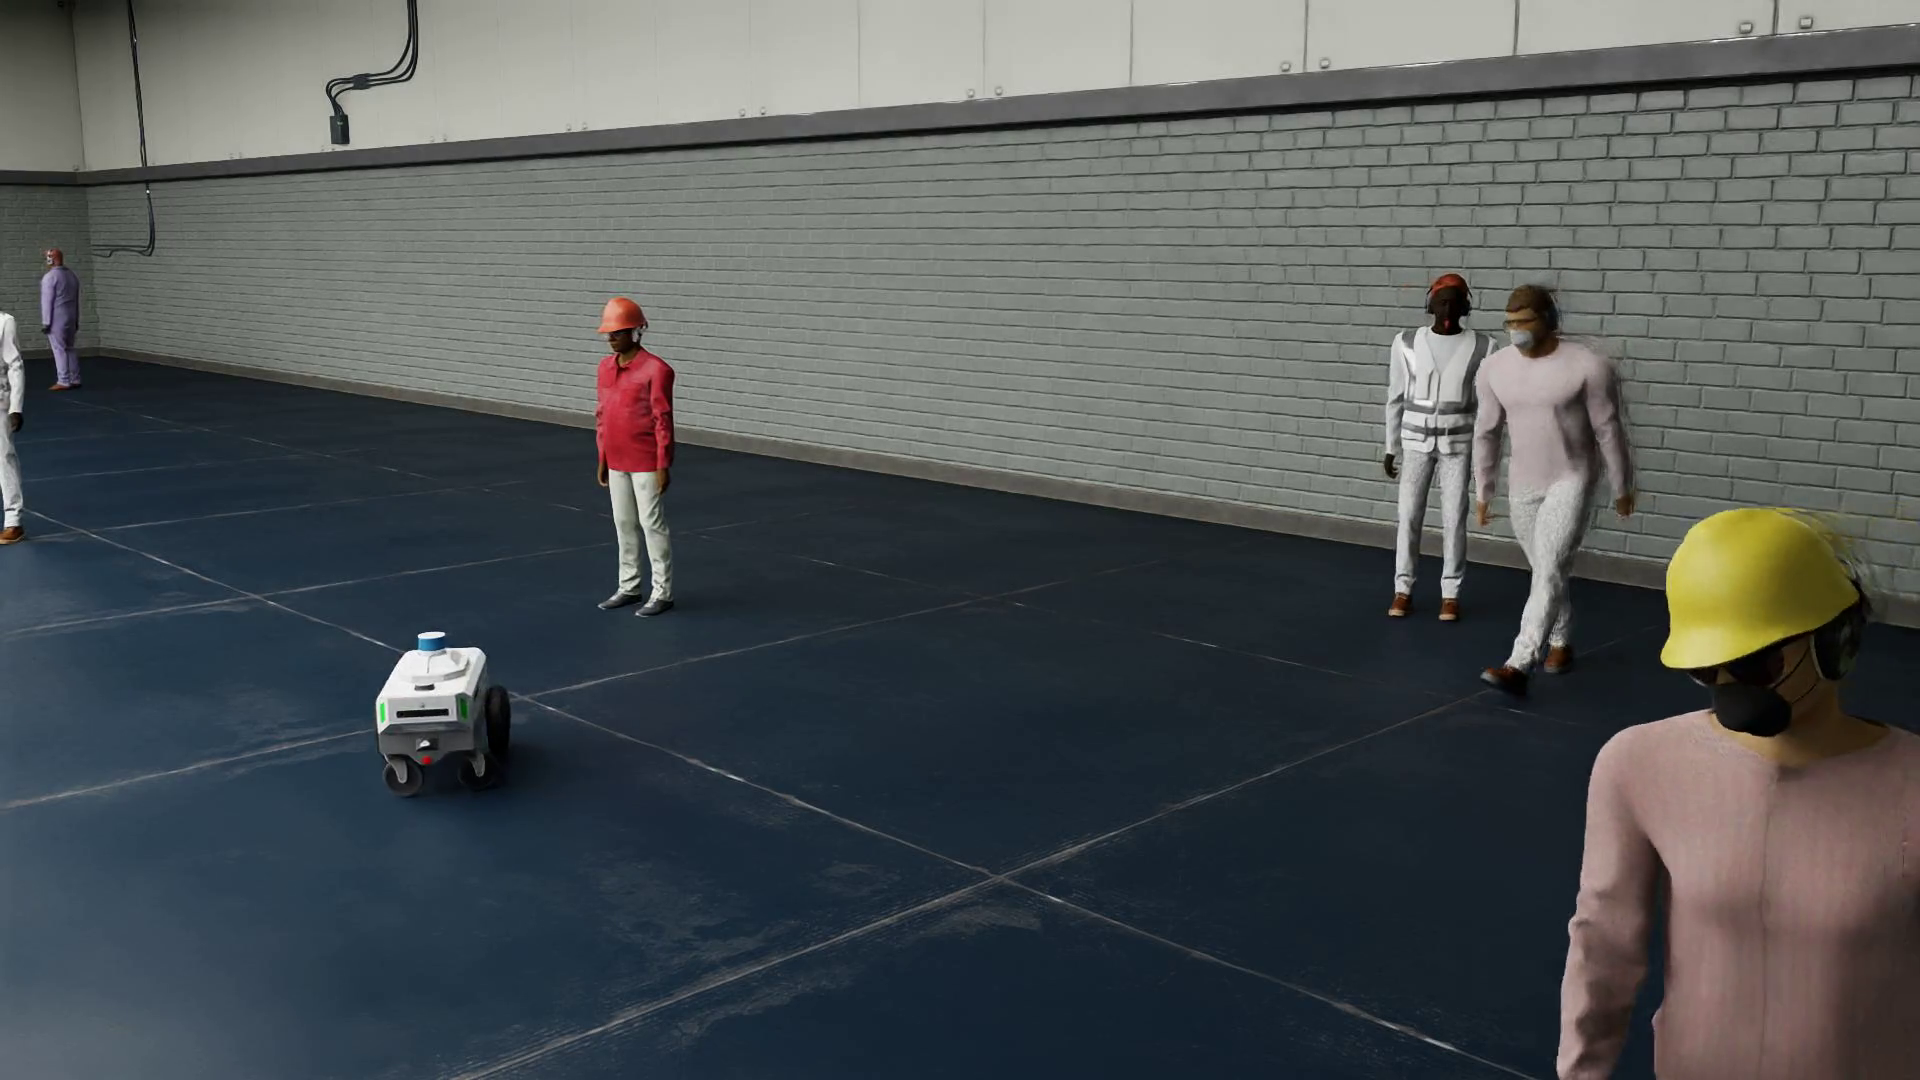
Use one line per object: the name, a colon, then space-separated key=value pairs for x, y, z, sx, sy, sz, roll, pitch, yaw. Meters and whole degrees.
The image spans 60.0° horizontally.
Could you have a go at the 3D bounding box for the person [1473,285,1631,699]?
person: x=2.681 y=-0.232 z=7.621 sx=1.056 sy=1.855 sz=0.658 roll=-10 pitch=14 yaw=-44

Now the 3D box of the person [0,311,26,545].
person: x=-6.575 y=-0.899 z=11.177 sx=0.576 sy=1.882 sz=0.362 roll=1 pitch=10 yaw=5

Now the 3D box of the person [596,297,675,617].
person: x=-1.805 y=-0.451 z=9.119 sx=0.571 sy=1.743 sz=0.353 roll=8 pitch=13 yaw=37

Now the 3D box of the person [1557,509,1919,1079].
person: x=1.148 y=0.797 z=2.348 sx=0.540 sy=1.726 sz=0.559 roll=8 pitch=13 yaw=36

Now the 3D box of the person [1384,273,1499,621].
person: x=2.596 y=-0.494 z=9.004 sx=0.583 sy=1.879 sz=0.363 roll=4 pitch=11 yaw=21

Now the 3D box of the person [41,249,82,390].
person: x=-12.126 y=-2.964 z=22.406 sx=0.409 sy=1.900 sz=0.650 roll=1 pitch=10 yaw=5

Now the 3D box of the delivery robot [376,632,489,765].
delivery robot: x=-2.015 y=0.598 z=6.384 sx=0.477 sy=0.478 sz=0.707 roll=-2 pitch=11 yaw=-10
